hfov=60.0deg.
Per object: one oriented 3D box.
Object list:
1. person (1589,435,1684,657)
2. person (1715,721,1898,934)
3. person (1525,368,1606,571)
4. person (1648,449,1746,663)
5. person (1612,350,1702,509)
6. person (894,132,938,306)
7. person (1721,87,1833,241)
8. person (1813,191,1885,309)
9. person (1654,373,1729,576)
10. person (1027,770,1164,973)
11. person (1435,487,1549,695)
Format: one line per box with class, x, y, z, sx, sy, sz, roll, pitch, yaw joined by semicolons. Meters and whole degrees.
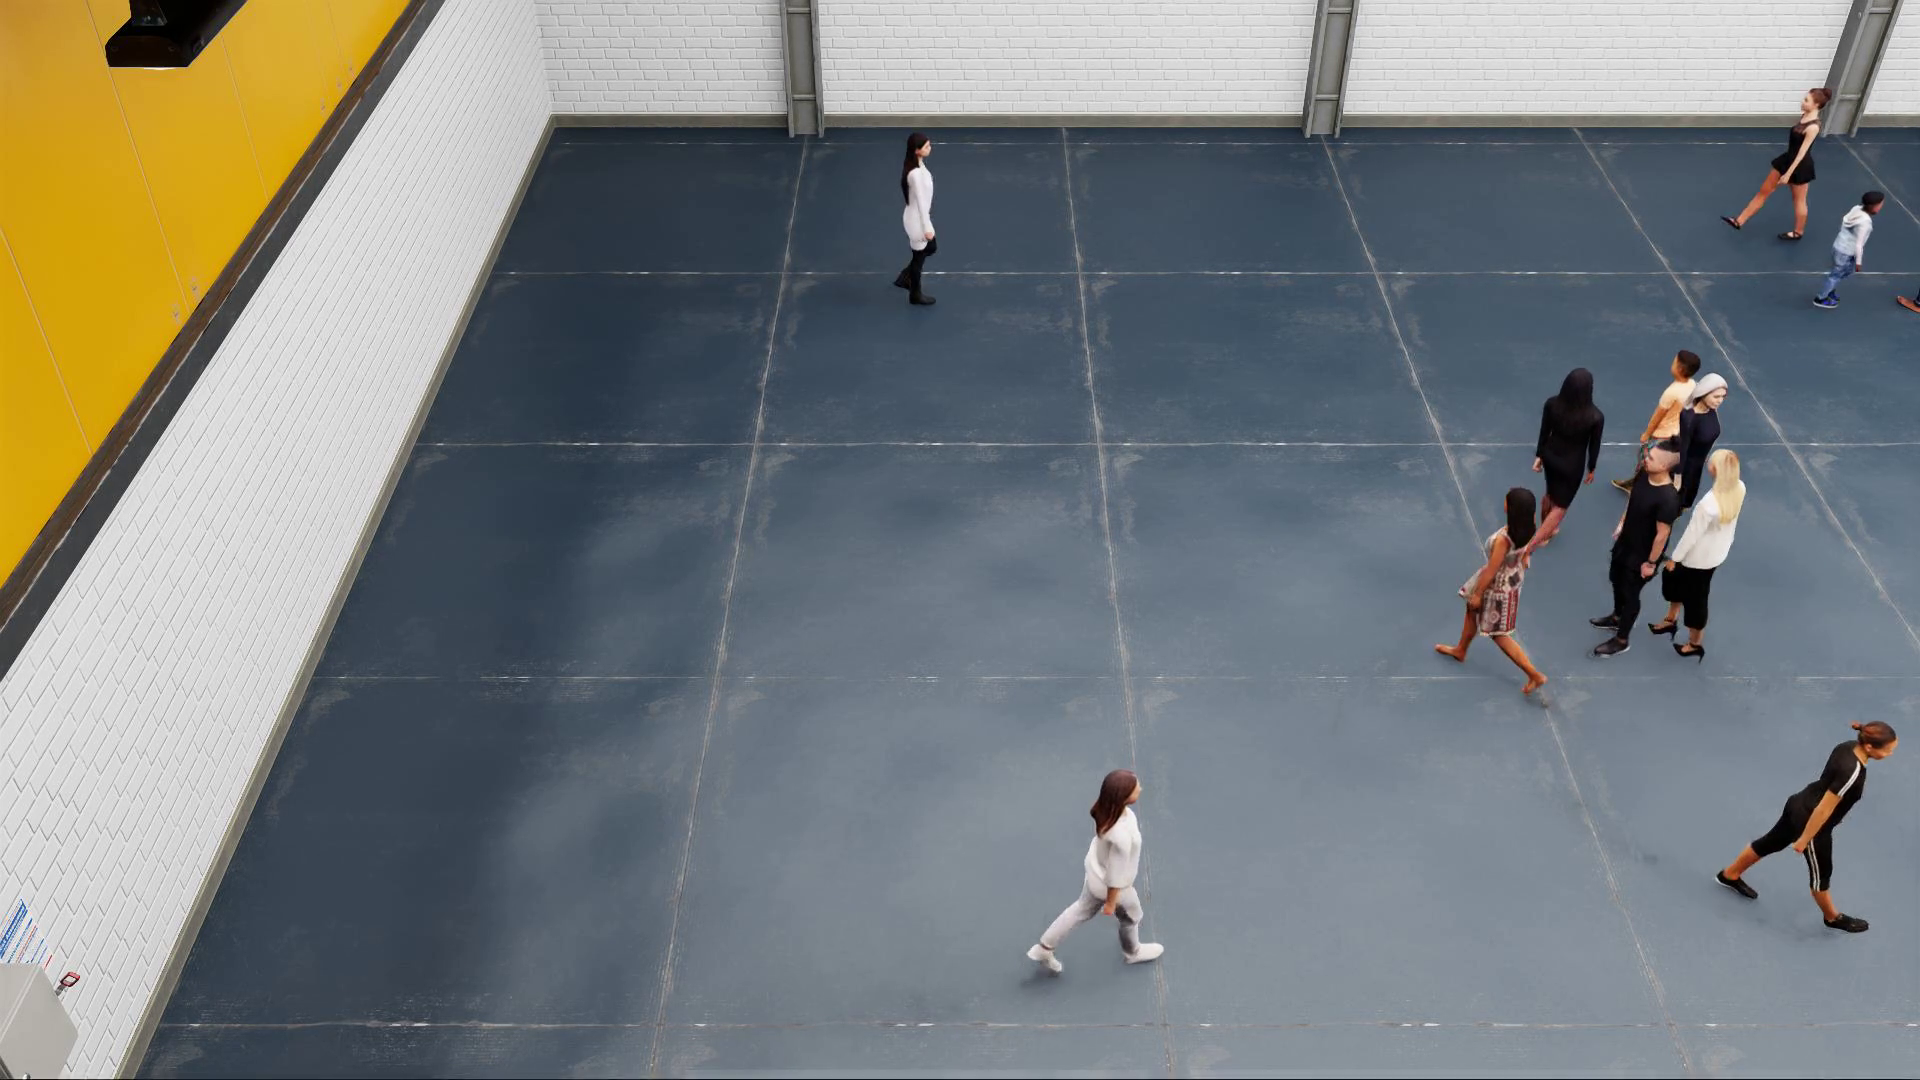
person;4.898;0.010;11.959;0.608;1.865;0.721;-5;39;-6
person;5.083;1.666;10.091;1.204;1.610;0.971;21;43;24
person;4.580;-0.526;12.764;1.072;1.697;1.112;31;48;33
person;5.325;0.190;11.760;0.828;1.832;0.888;-26;45;-28
person;5.702;-0.835;13.356;0.889;1.442;0.946;-31;48;-33
person;-0.490;-3.028;15.821;0.661;1.794;0.631;3;39;3
person;8.563;-3.768;16.875;1.091;1.634;0.691;5;39;7
person;8.452;-2.790;15.965;0.565;1.241;0.542;5;39;6
person;5.520;-0.522;12.720;0.696;1.747;0.755;-32;48;-34
person;0.786;1.966;9.677;1.145;1.657;0.795;-10;40;-12
person;3.873;0.376;11.701;1.162;1.615;1.047;27;46;30
